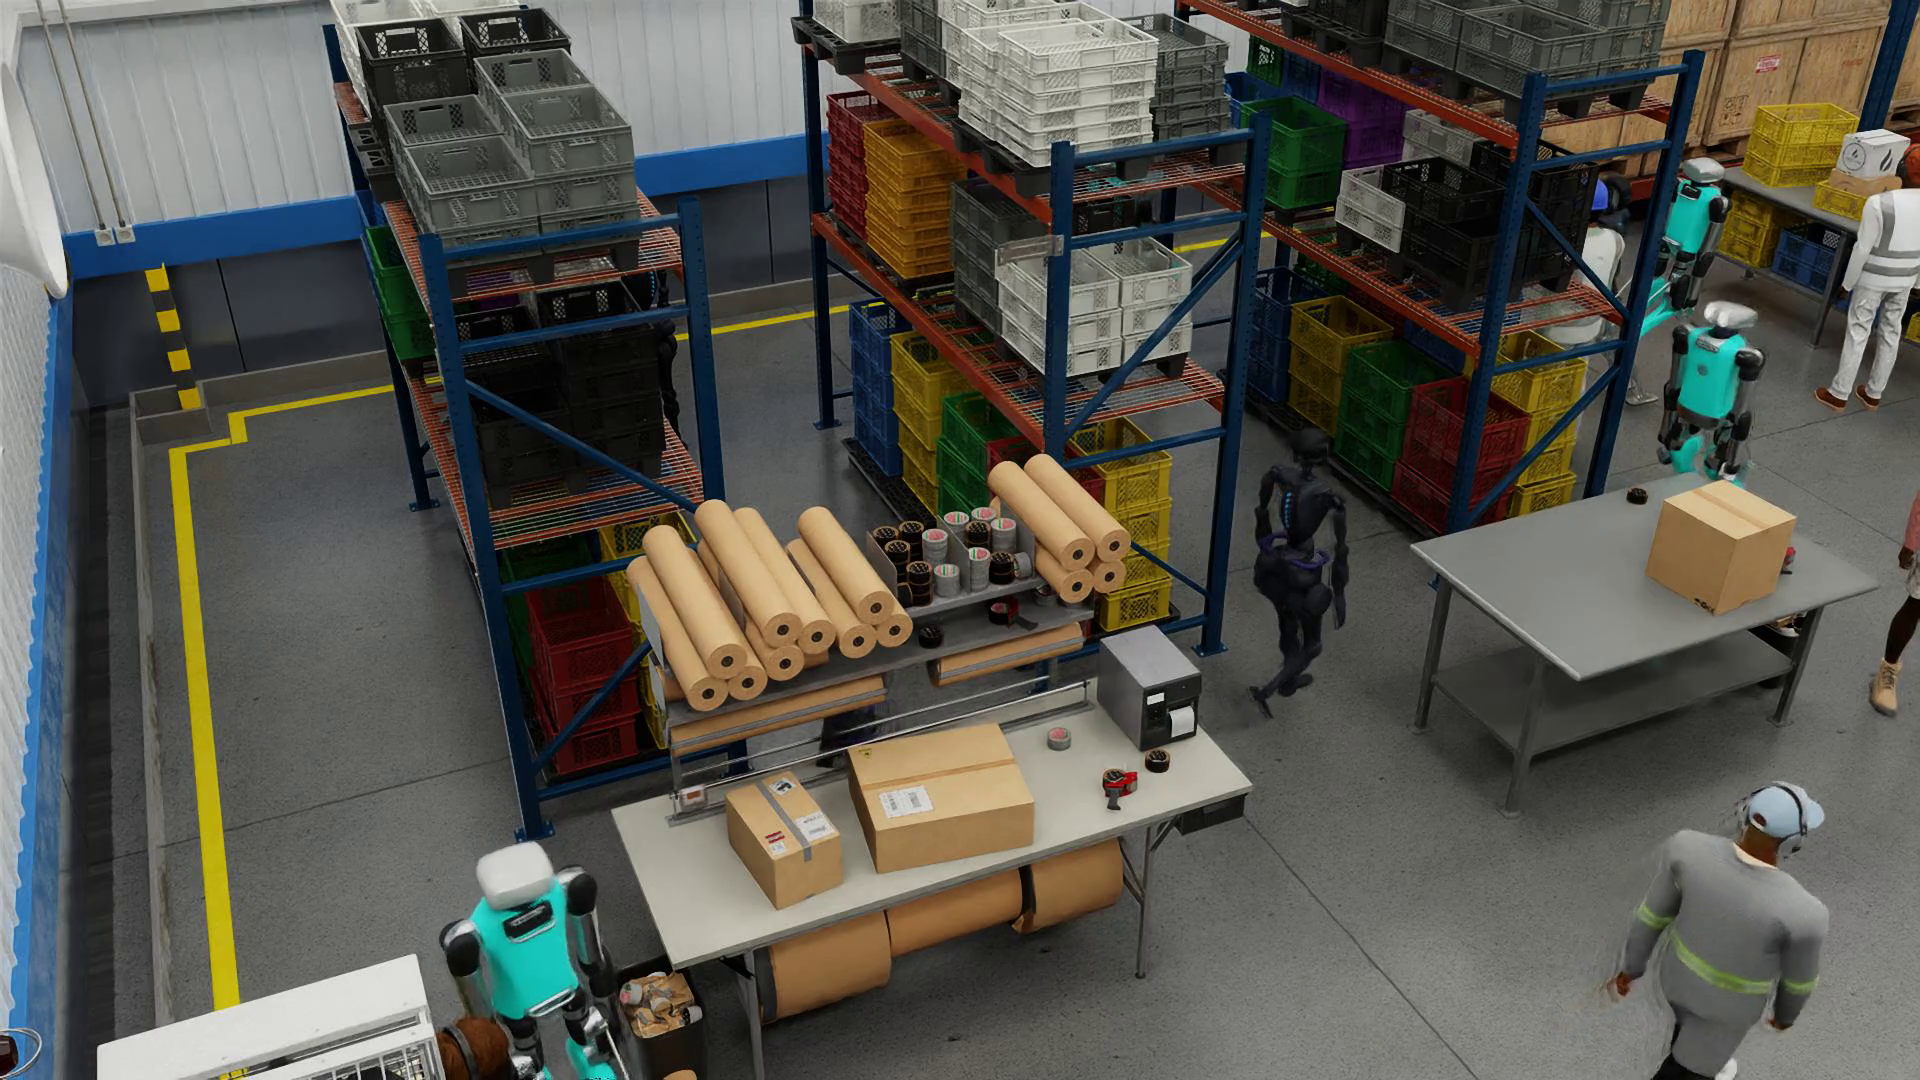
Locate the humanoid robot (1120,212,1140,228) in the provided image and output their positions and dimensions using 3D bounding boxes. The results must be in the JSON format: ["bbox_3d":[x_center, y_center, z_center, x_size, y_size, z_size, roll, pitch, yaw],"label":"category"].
[{"bbox_3d":[1.091,-2.288,12.333,0.599,1.653,0.315,18,36,26],"label":"humanoid robot"}]

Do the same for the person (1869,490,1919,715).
[{"bbox_3d":[5.023,0.027,8.251,0.610,2.036,0.404,11,33,17],"label":"person"}]

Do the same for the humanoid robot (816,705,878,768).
[{"bbox_3d":[-0.443,0.913,7.161,0.562,1.641,0.594,2,32,3],"label":"humanoid robot"}]

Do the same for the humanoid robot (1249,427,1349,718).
[{"bbox_3d":[1.685,0.167,8.382,0.588,1.640,0.600,-25,40,-35],"label":"humanoid robot"}]

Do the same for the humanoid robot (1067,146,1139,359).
[{"bbox_3d":[1.006,-2.130,12.027,0.544,1.792,0.657,2,32,4],"label":"humanoid robot"}]

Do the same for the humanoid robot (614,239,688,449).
[{"bbox_3d":[-2.036,-1.279,10.689,0.315,1.657,0.599,19,36,28],"label":"humanoid robot"}]

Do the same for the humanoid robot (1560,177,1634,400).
[{"bbox_3d":[4.313,-1.721,11.435,0.610,1.640,0.424,-23,39,-33],"label":"humanoid robot"}]

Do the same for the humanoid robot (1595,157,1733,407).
[{"bbox_3d":[4.672,-1.725,11.279,0.733,1.690,0.532,-10,33,-16],"label":"humanoid robot"}]

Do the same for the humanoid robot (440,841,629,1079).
[{"bbox_3d":[-1.244,1.875,5.556,0.530,1.774,0.991,-23,39,-33],"label":"humanoid robot"}]

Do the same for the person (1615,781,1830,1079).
[{"bbox_3d":[2.678,1.594,5.926,1.008,1.790,0.577,-16,35,-25],"label":"person"}]

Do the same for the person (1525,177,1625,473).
[{"bbox_3d":[3.848,-1.357,10.575,0.614,1.945,0.402,-18,36,-26],"label":"person"}]

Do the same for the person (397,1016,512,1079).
[{"bbox_3d":[-1.404,2.133,5.020,0.431,1.835,0.620,-26,40,-36],"label":"person"}]

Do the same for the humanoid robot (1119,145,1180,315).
[{"bbox_3d":[1.449,-2.269,12.262,0.780,1.770,0.530,-9,33,-14],"label":"humanoid robot"}]

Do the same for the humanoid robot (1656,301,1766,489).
[{"bbox_3d":[4.309,-0.503,9.490,0.700,1.908,0.545,-18,36,-27],"label":"humanoid robot"}]

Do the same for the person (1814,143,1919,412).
[{"bbox_3d":[6.260,-1.754,11.280,0.573,1.882,0.359,-1,32,-1],"label":"person"}]
